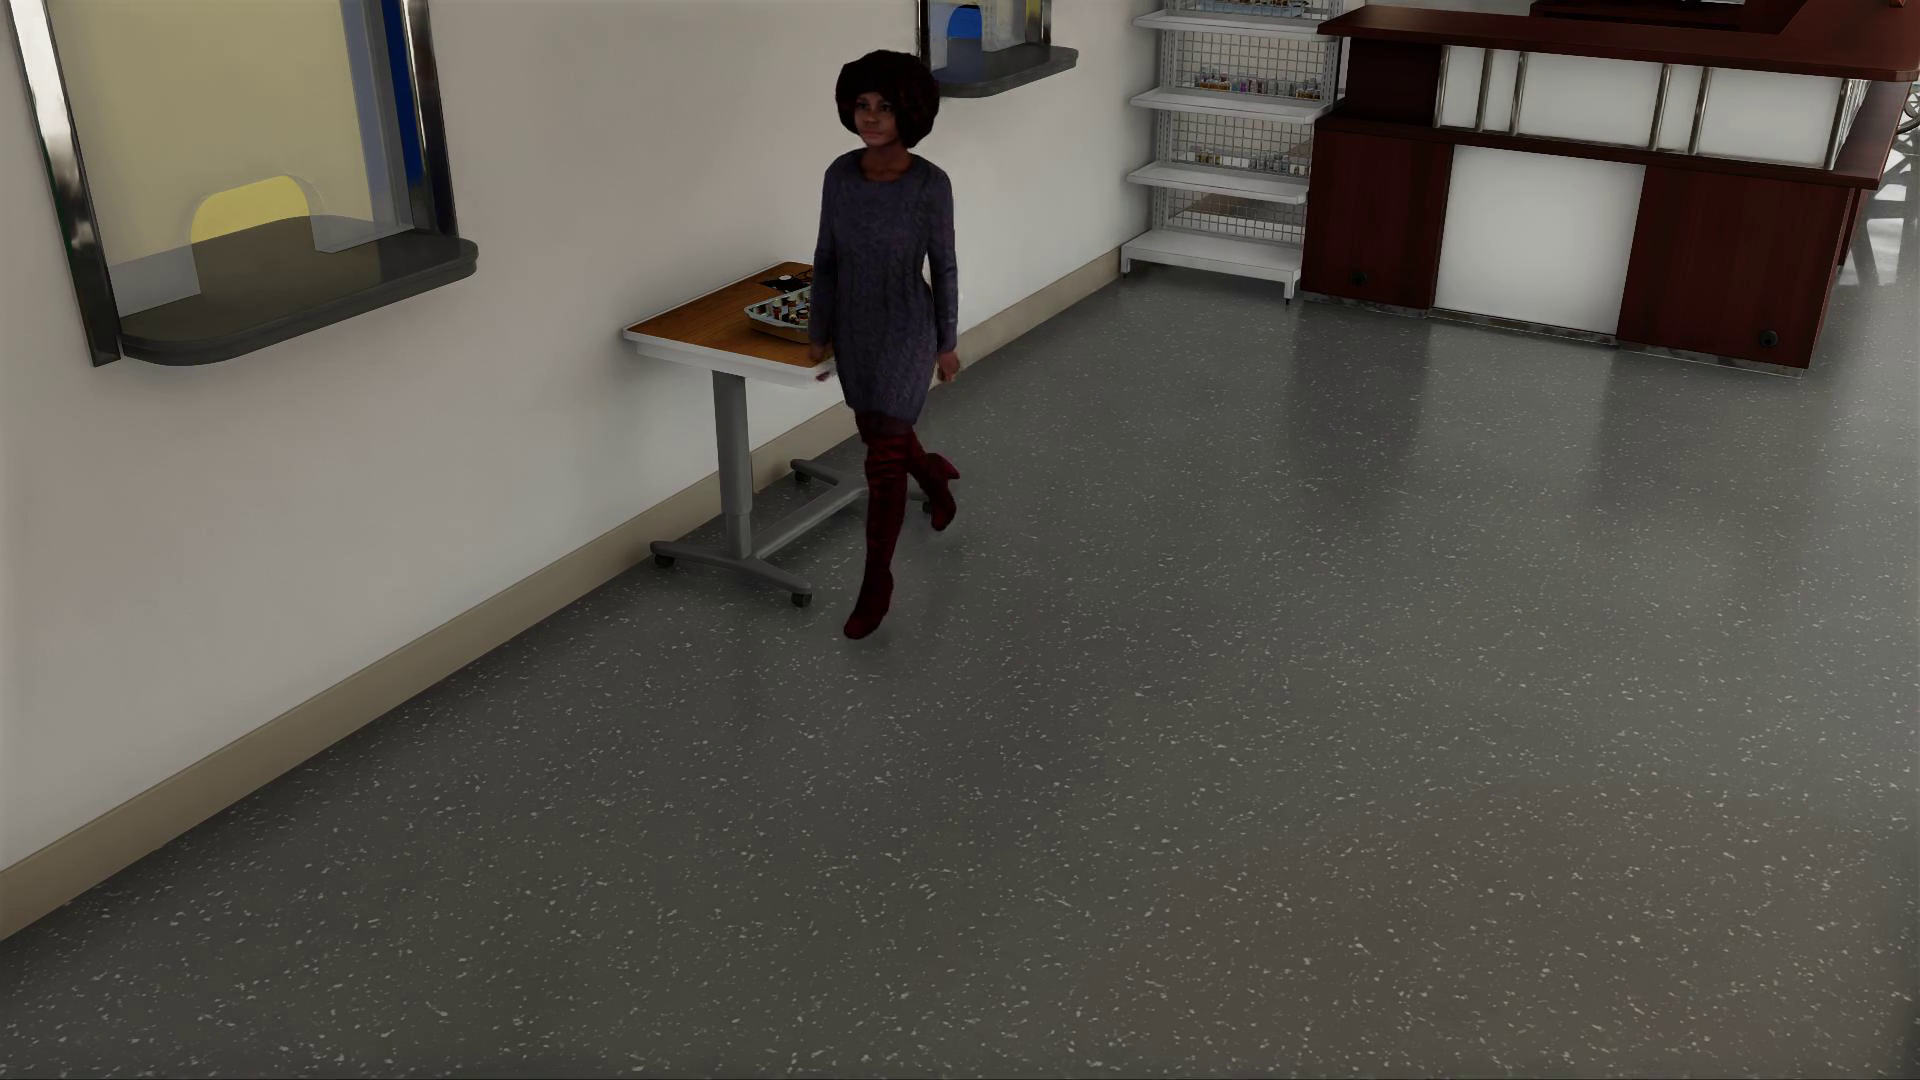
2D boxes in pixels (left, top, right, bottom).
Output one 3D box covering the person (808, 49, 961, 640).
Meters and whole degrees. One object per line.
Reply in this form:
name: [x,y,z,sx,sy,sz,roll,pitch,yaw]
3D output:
person: [-0.198,-0.600,5.029,1.045,1.678,0.704,12,28,23]
